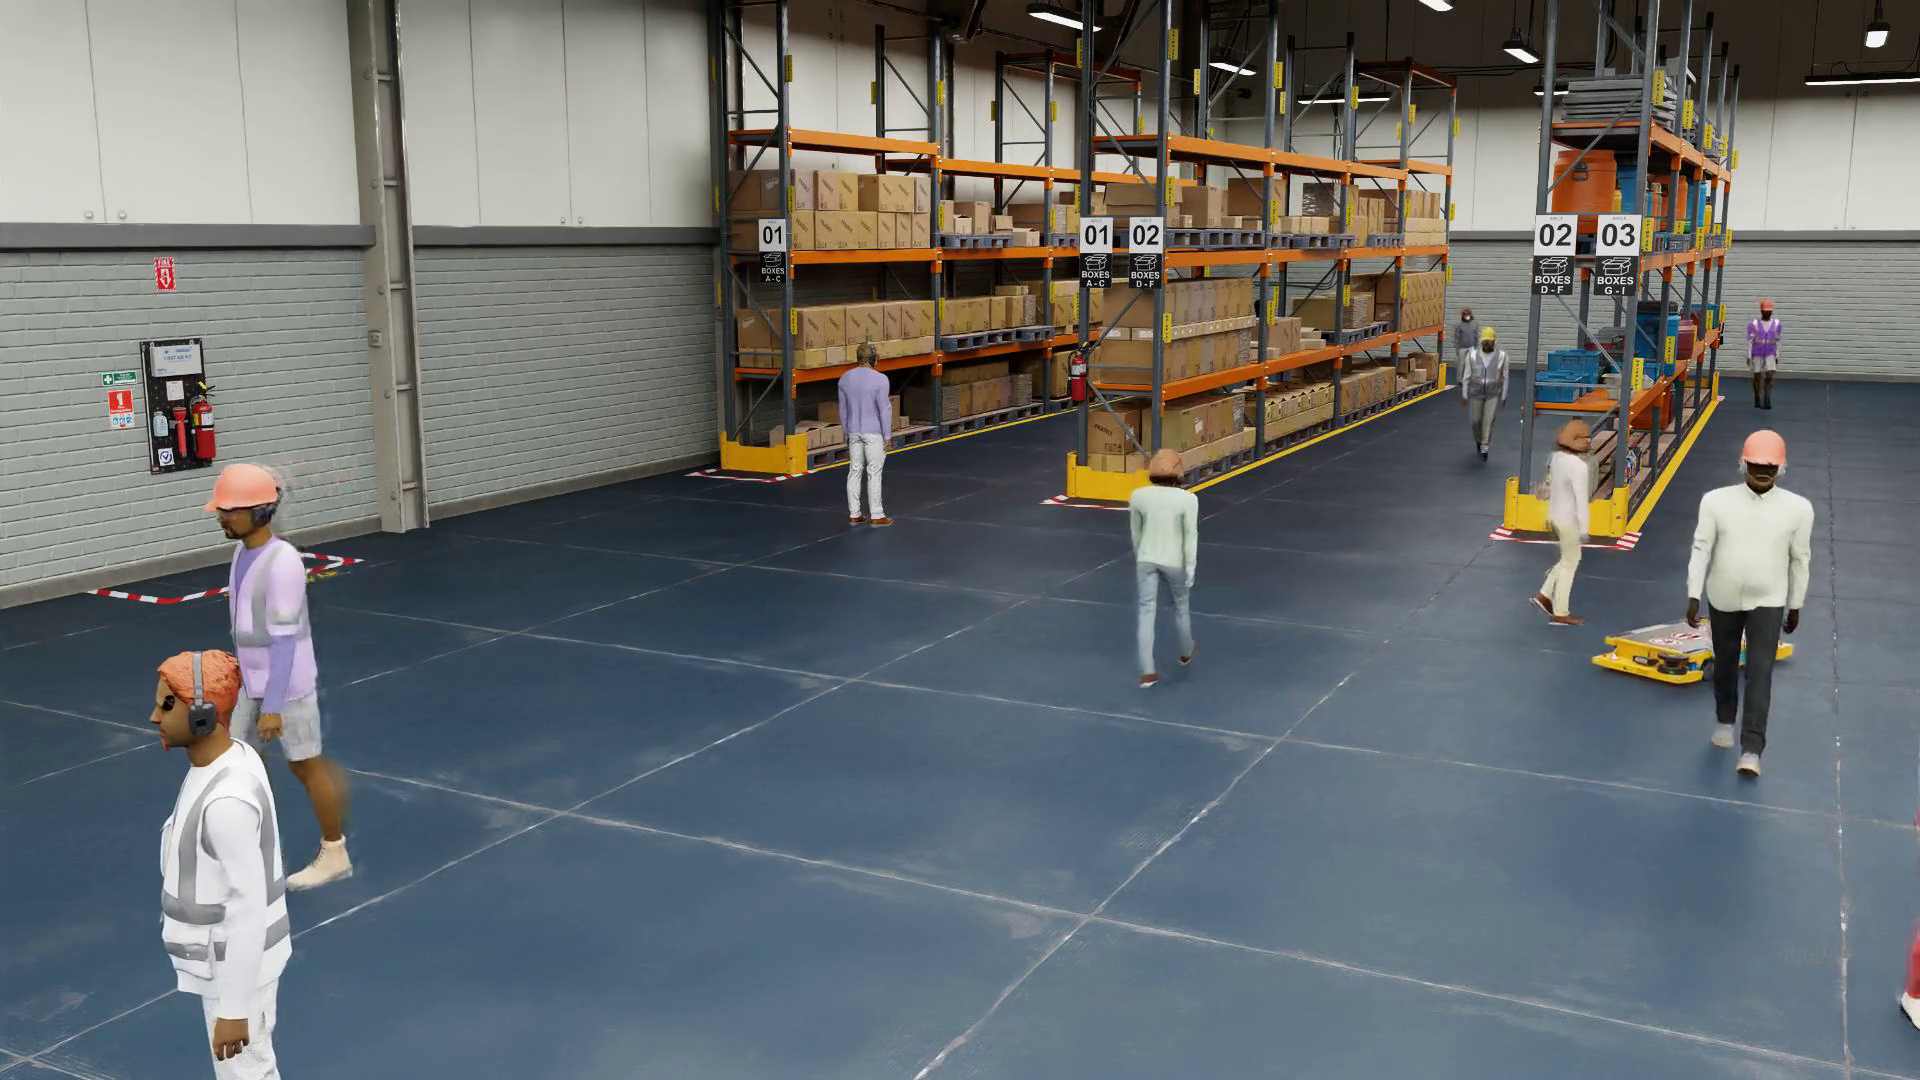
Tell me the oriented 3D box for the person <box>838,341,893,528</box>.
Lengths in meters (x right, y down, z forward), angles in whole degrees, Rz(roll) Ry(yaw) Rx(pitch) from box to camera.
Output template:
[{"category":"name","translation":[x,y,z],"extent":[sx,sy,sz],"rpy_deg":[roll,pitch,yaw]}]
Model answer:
[{"category":"person","translation":[-0.972,-1.096,17.346],"extent":[0.631,1.939,0.370],"rpy_deg":[6,12,30]}]

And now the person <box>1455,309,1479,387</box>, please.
[{"category":"person","translation":[10.098,-3.802,33.064],"extent":[0.513,1.574,0.862],"rpy_deg":[-1,10,-3]}]

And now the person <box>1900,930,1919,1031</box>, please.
[{"category":"person","translation":[3.858,1.089,6.062],"extent":[0.602,1.716,0.834],"rpy_deg":[-3,11,-14]}]

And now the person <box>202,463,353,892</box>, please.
[{"category":"person","translation":[-3.216,0.667,7.505],"extent":[0.903,2.007,0.635],"rpy_deg":[-10,14,-43]}]

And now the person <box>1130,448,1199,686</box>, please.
[{"category":"person","translation":[1.414,0.162,11.433],"extent":[0.505,1.578,0.856],"rpy_deg":[4,11,22]}]

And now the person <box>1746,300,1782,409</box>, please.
[{"category":"person","translation":[14.064,-3.236,29.096],"extent":[0.562,1.902,0.850],"rpy_deg":[3,11,16]}]

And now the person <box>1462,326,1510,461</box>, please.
[{"category":"person","translation":[7.162,-2.009,22.660],"extent":[0.605,1.813,0.687],"rpy_deg":[4,11,23]}]

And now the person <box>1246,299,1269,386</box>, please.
[{"category":"person","translation":[5.060,-3.104,28.216],"extent":[0.618,1.964,0.361],"rpy_deg":[9,13,39]}]

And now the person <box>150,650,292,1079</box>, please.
[{"category":"person","translation":[-2.114,1.233,4.796],"extent":[0.348,1.882,0.584],"rpy_deg":[-5,12,-27]}]

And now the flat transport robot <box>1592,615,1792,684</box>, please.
[{"category":"flat transport robot","translation":[5.193,0.761,11.770],"extent":[1.431,0.197,0.652],"rpy_deg":[-7,13,-34]}]

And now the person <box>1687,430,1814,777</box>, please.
[{"category":"person","translation":[4.521,0.334,9.564],"extent":[0.618,1.941,1.045],"rpy_deg":[6,12,28]}]

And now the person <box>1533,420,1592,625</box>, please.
[{"category":"person","translation":[4.766,-0.132,12.949],"extent":[0.345,1.620,0.525],"rpy_deg":[-1,10,-4]}]
